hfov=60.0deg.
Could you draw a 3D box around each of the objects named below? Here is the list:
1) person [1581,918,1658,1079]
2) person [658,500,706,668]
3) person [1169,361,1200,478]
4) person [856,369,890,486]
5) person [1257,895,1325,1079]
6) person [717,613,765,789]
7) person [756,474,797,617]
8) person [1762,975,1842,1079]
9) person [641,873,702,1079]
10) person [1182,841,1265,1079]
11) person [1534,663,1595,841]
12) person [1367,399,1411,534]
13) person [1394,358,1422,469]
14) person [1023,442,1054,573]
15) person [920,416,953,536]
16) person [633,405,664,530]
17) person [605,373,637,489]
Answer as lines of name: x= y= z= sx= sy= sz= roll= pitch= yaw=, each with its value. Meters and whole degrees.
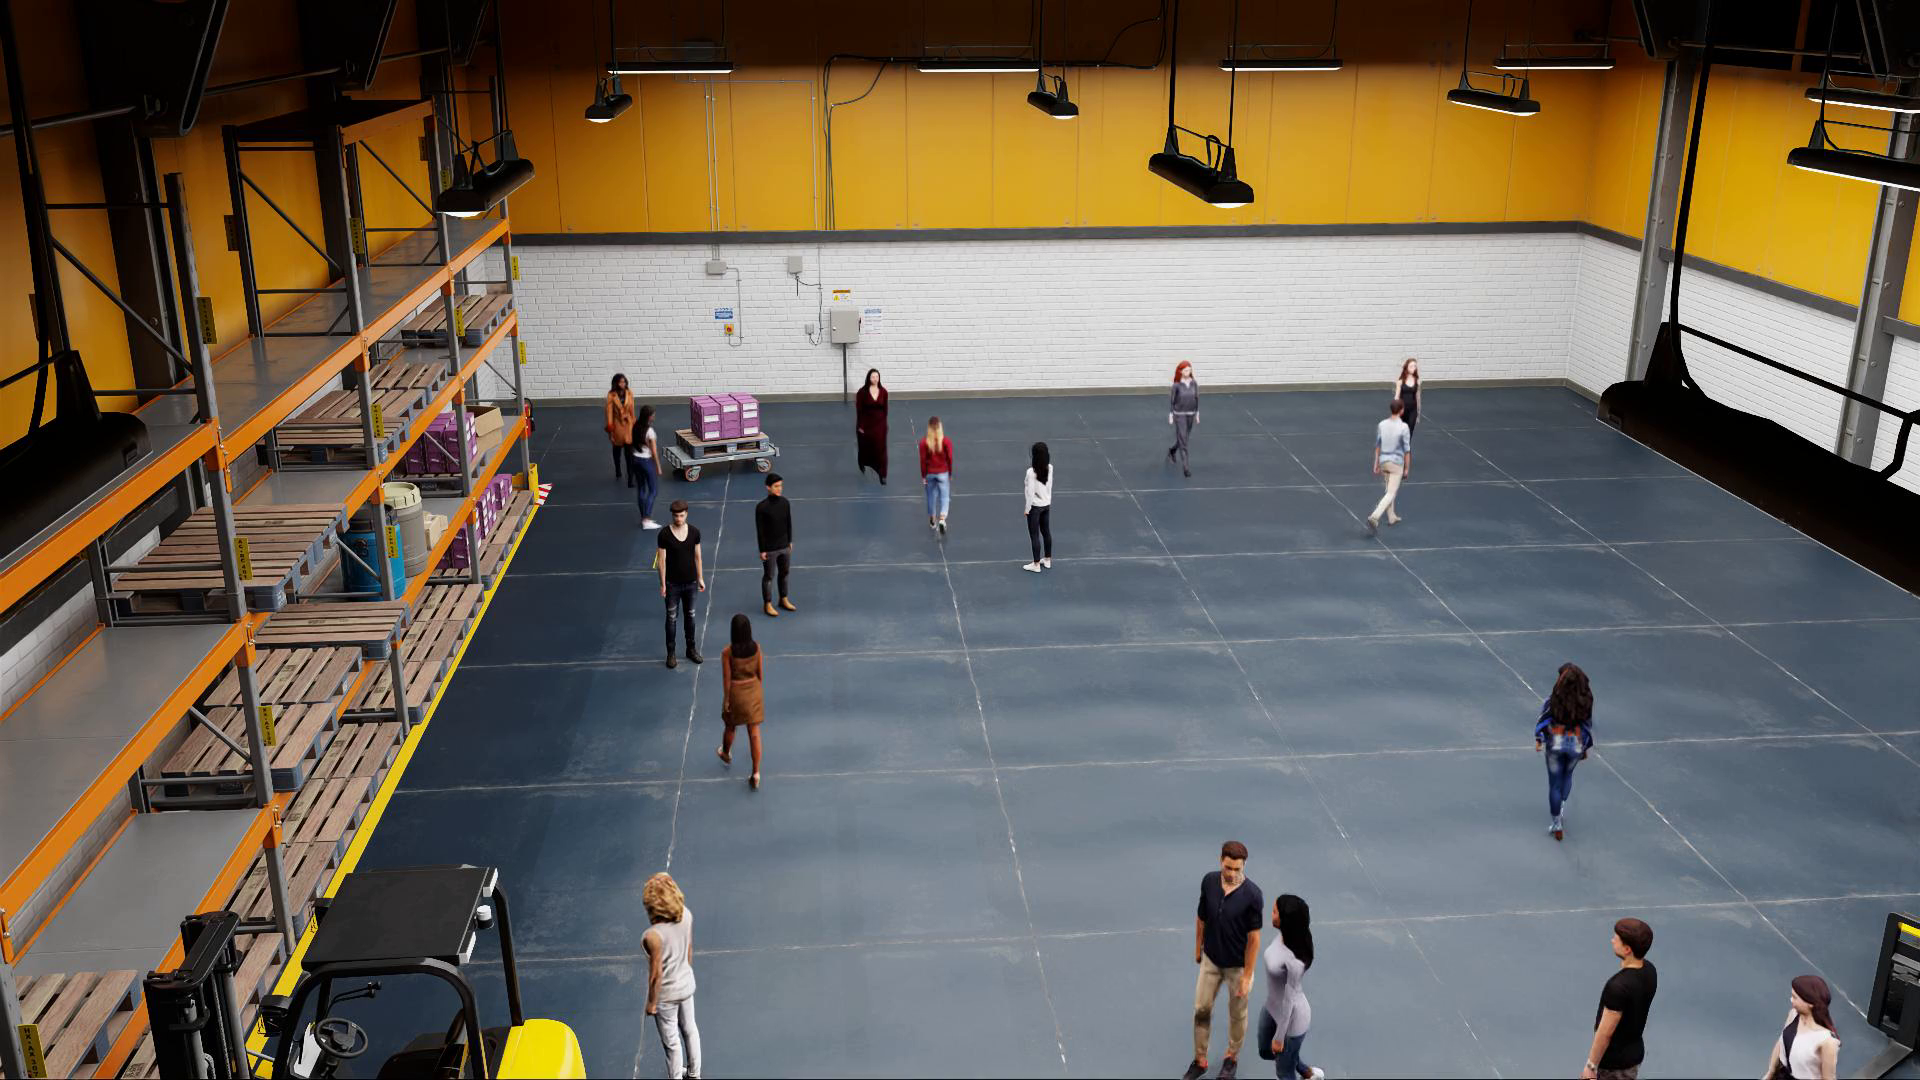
person: x=4.126 y=3.211 z=10.230 sx=1.230 sy=1.835 sz=1.163 roll=15 pitch=24 yaw=37
person: x=-3.085 y=0.447 z=18.344 sx=0.742 sy=1.893 sz=0.697 roll=-9 pitch=20 yaw=-24
person: x=3.399 y=-1.887 z=25.501 sx=0.804 sy=1.748 sz=1.164 roll=-7 pitch=20 yaw=-19
person: x=-1.360 y=-1.718 z=25.049 sx=0.778 sy=1.717 sz=1.138 roll=-5 pitch=19 yaw=-14
person: x=2.195 y=3.077 z=10.796 sx=0.738 sy=1.726 sz=0.778 roll=-3 pitch=19 yaw=-10
person: x=-1.981 y=1.531 z=15.496 sx=0.856 sy=1.656 sz=1.077 roll=-10 pitch=21 yaw=-28
person: x=-2.208 y=0.037 z=19.834 sx=0.723 sy=1.720 sz=0.746 roll=-16 pitch=24 yaw=-39
person: x=5.129 y=3.369 z=10.080 sx=0.770 sy=1.629 sz=0.590 roll=-9 pitch=21 yaw=-26
person: x=-1.924 y=2.989 z=11.145 sx=0.748 sy=1.671 sz=0.655 roll=10 pitch=21 yaw=27
person: x=1.868 y=2.828 z=11.360 sx=0.846 sy=1.839 sz=0.900 roll=10 pitch=21 yaw=26
person: x=5.317 y=1.869 z=14.585 sx=0.702 sy=1.598 sz=0.785 roll=2 pitch=19 yaw=5
person: x=5.845 y=-0.993 z=22.740 sx=1.168 sy=1.817 sz=1.172 roll=-16 pitch=25 yaw=-40
person: x=6.885 y=-1.987 z=25.812 sx=0.614 sy=1.741 sz=0.717 roll=-3 pitch=19 yaw=-8
person: x=1.012 y=-0.435 z=21.267 sx=0.744 sy=1.700 sz=0.695 roll=17 pitch=25 yaw=41
person: x=-0.311 y=-0.858 z=22.661 sx=0.676 sy=1.611 sz=1.011 roll=0 pitch=19 yaw=1
person: x=-4.377 y=-1.024 z=22.930 sx=0.796 sy=1.755 sz=0.863 roll=9 pitch=21 yaw=25
person: x=-5.107 y=-1.641 z=24.911 sx=0.915 sy=1.660 sz=1.294 roll=-7 pitch=20 yaw=-20
